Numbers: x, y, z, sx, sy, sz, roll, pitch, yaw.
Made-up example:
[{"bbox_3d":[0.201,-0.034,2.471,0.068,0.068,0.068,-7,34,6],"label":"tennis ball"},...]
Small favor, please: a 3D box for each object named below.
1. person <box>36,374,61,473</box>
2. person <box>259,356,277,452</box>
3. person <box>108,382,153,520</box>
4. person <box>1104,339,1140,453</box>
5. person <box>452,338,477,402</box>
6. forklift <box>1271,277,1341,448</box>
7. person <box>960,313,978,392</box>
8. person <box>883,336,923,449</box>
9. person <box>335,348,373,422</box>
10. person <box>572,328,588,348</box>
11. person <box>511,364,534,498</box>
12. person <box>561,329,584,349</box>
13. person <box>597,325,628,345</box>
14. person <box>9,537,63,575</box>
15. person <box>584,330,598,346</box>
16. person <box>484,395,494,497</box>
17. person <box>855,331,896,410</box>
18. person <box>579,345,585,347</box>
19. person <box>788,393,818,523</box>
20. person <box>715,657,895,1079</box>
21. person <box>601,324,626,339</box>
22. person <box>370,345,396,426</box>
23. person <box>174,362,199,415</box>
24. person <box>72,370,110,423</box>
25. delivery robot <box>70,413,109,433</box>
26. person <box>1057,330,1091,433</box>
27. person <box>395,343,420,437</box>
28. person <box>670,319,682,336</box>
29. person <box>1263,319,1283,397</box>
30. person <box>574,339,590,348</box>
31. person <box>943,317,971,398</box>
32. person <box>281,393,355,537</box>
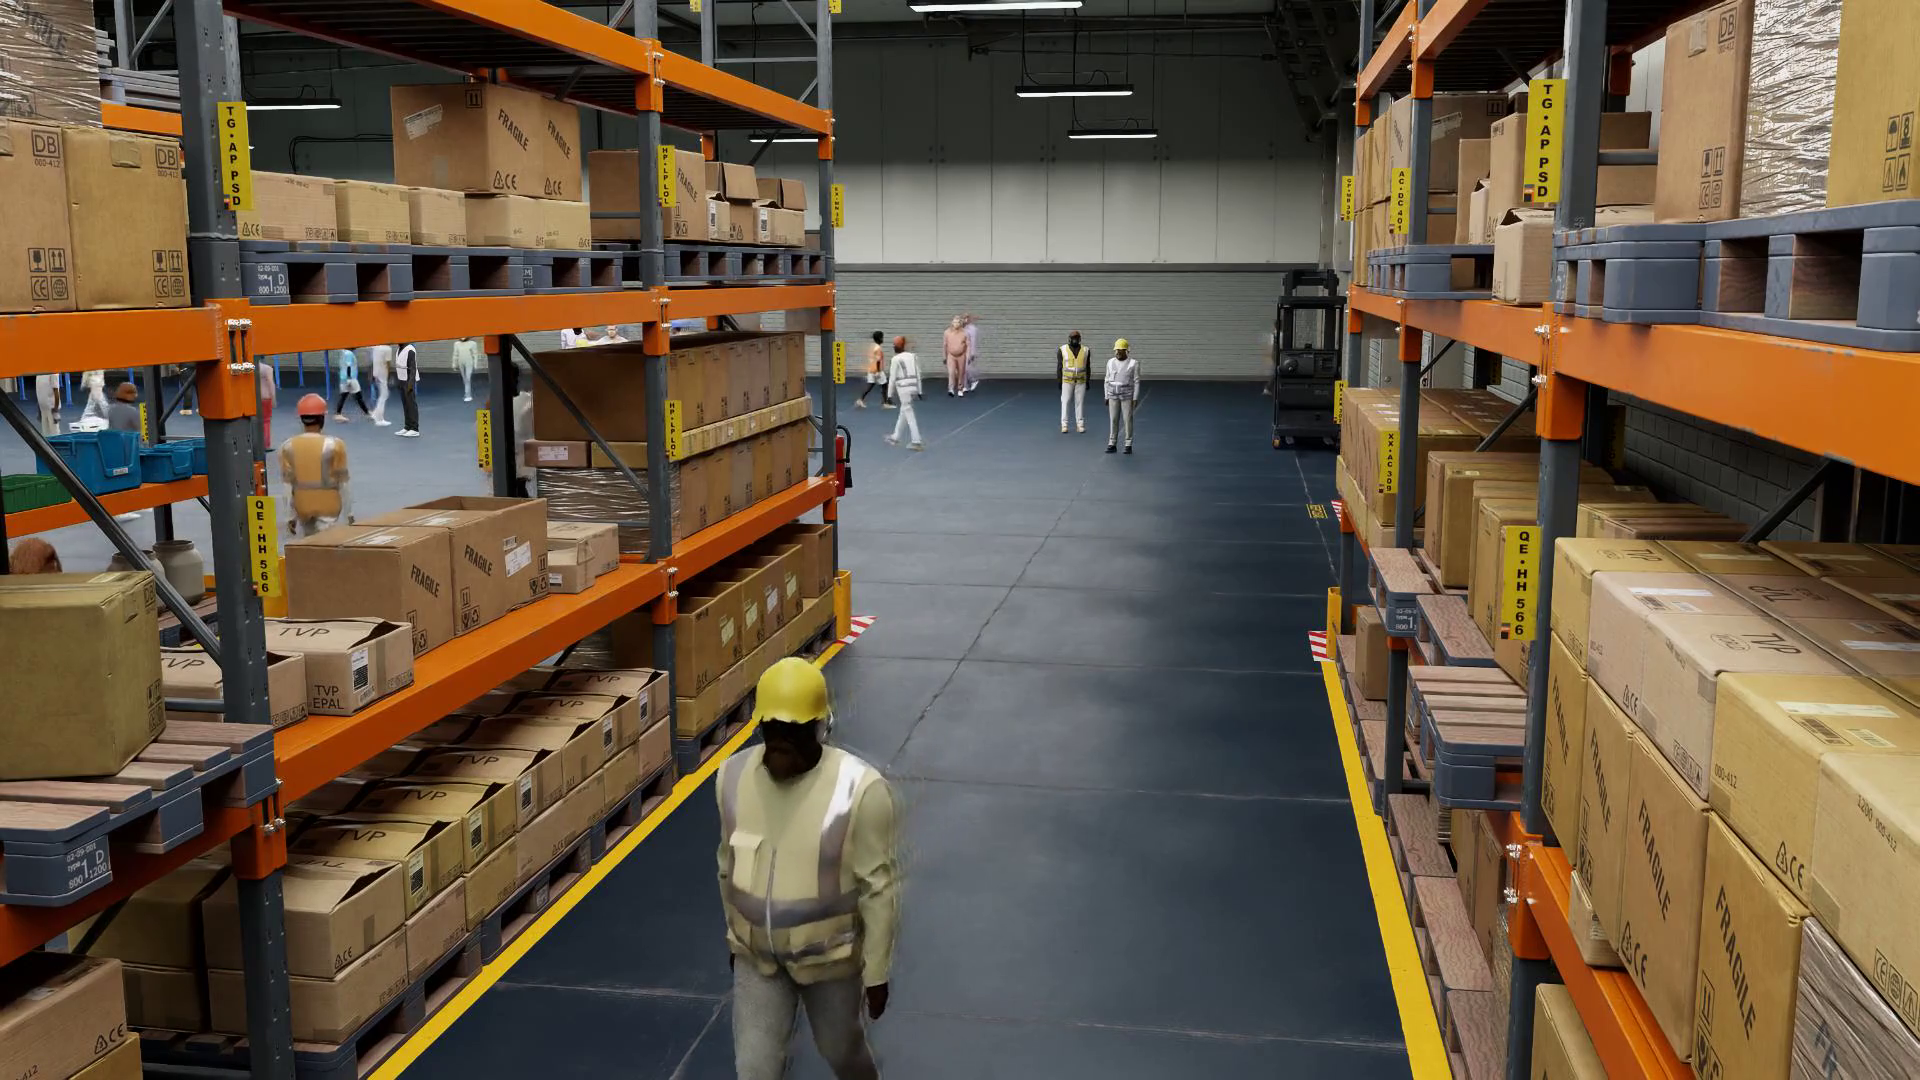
[{"bbox_3d":[-13.066,-1.851,23.821,0.493,1.855,0.332,6,11,33],"label":"person"},{"bbox_3d":[-11.290,-2.285,26.793,0.538,1.748,0.444,1,9,8],"label":"person"},{"bbox_3d":[-9.740,-1.062,19.670,0.538,1.608,0.661,5,10,28],"label":"person"},{"bbox_3d":[2.589,-2.318,26.752,0.600,1.832,0.404,5,10,27],"label":"person"},{"bbox_3d":[-11.059,-3.872,37.030,0.517,1.595,0.784,1,9,5],"label":"person"},{"bbox_3d":[5.847,-3.016,27.970,1.129,2.768,1.873,1,9,9],"label":"forklift"},{"bbox_3d":[0.123,-4.500,40.025,0.427,1.897,0.662,-5,10,-28],"label":"person"},{"bbox_3d":[-0.981,-2.431,27.438,0.938,1.835,0.603,7,11,35],"label":"person"},{"bbox_3d":[-11.711,-3.110,32.169,0.879,1.643,0.542,-5,10,-27],"label":"person"},{"bbox_3d":[-8.029,-3.730,35.171,0.369,1.927,0.584,-3,10,-18],"label":"person"},{"bbox_3d":[-4.916,-0.977,18.225,0.618,1.905,1.009,2,9,12],"label":"person"},{"bbox_3d":[-8.992,-4.314,38.737,0.543,1.939,0.360,0,9,-2],"label":"person"},{"bbox_3d":[-6.836,-3.329,32.797,0.646,1.902,0.397,-2,9,-13],"label":"person"},{"bbox_3d":[-4.577,0.776,8.409,0.507,1.596,0.834,1,9,5],"label":"person"},{"bbox_3d":[-8.203,-3.835,36.752,0.546,1.609,0.700,-7,12,-37],"label":"person"},{"bbox_3d":[-4.906,-0.750,17.676,0.523,1.639,0.308,8,12,42],"label":"person"},{"bbox_3d":[-1.801,-3.570,35.007,0.833,1.666,0.528,-4,10,-21],"label":"person"},{"bbox_3d":[-5.959,-2.191,26.258,0.711,1.738,0.543,-7,12,-38],"label":"person"},{"bbox_3d":[-1.949,-1.065,19.122,0.592,1.802,0.956,-2,9,-12],"label":"person"},{"bbox_3d":[-0.457,1.209,5.138,0.603,1.799,0.886,3,10,18],"label":"person"},{"bbox_3d":[-8.830,-4.896,42.364,0.630,1.926,0.455,2,9,9],"label":"person"},{"bbox_3d":[-10.876,-3.073,31.382,0.558,1.836,0.455,8,12,39],"label":"person"},{"bbox_3d":[-15.760,-3.566,33.939,0.536,2.000,0.681,6,11,31],"label":"person"},{"bbox_3d":[-15.955,-2.821,30.578,0.858,1.592,0.527,-1,9,-5],"label":"person"},{"bbox_3d":[-14.501,-1.880,27.827,0.477,0.478,0.707,4,10,22],"label":"delivery robot"},{"bbox_3d":[2.065,-2.869,30.125,0.625,1.844,0.429,-1,9,-8],"label":"person"},{"bbox_3d":[-9.811,-2.805,29.510,0.392,1.914,0.589,-8,12,-39],"label":"person"},{"bbox_3d":[-5.947,-3.641,34.705,0.969,1.901,0.612,4,10,22],"label":"person"},{"bbox_3d":[7.380,-4.218,38.539,0.915,1.816,0.521,-5,10,-26],"label":"person"},{"bbox_3d":[-6.463,-2.582,28.622,0.360,1.757,0.566,-6,11,-31],"label":"person"},{"bbox_3d":[-0.074,-4.217,38.414,0.671,1.849,1.024,0,9,2],"label":"person"},{"bbox_3d":[-5.365,-0.259,13.821,0.554,1.912,0.840,1,9,8],"label":"person"}]
